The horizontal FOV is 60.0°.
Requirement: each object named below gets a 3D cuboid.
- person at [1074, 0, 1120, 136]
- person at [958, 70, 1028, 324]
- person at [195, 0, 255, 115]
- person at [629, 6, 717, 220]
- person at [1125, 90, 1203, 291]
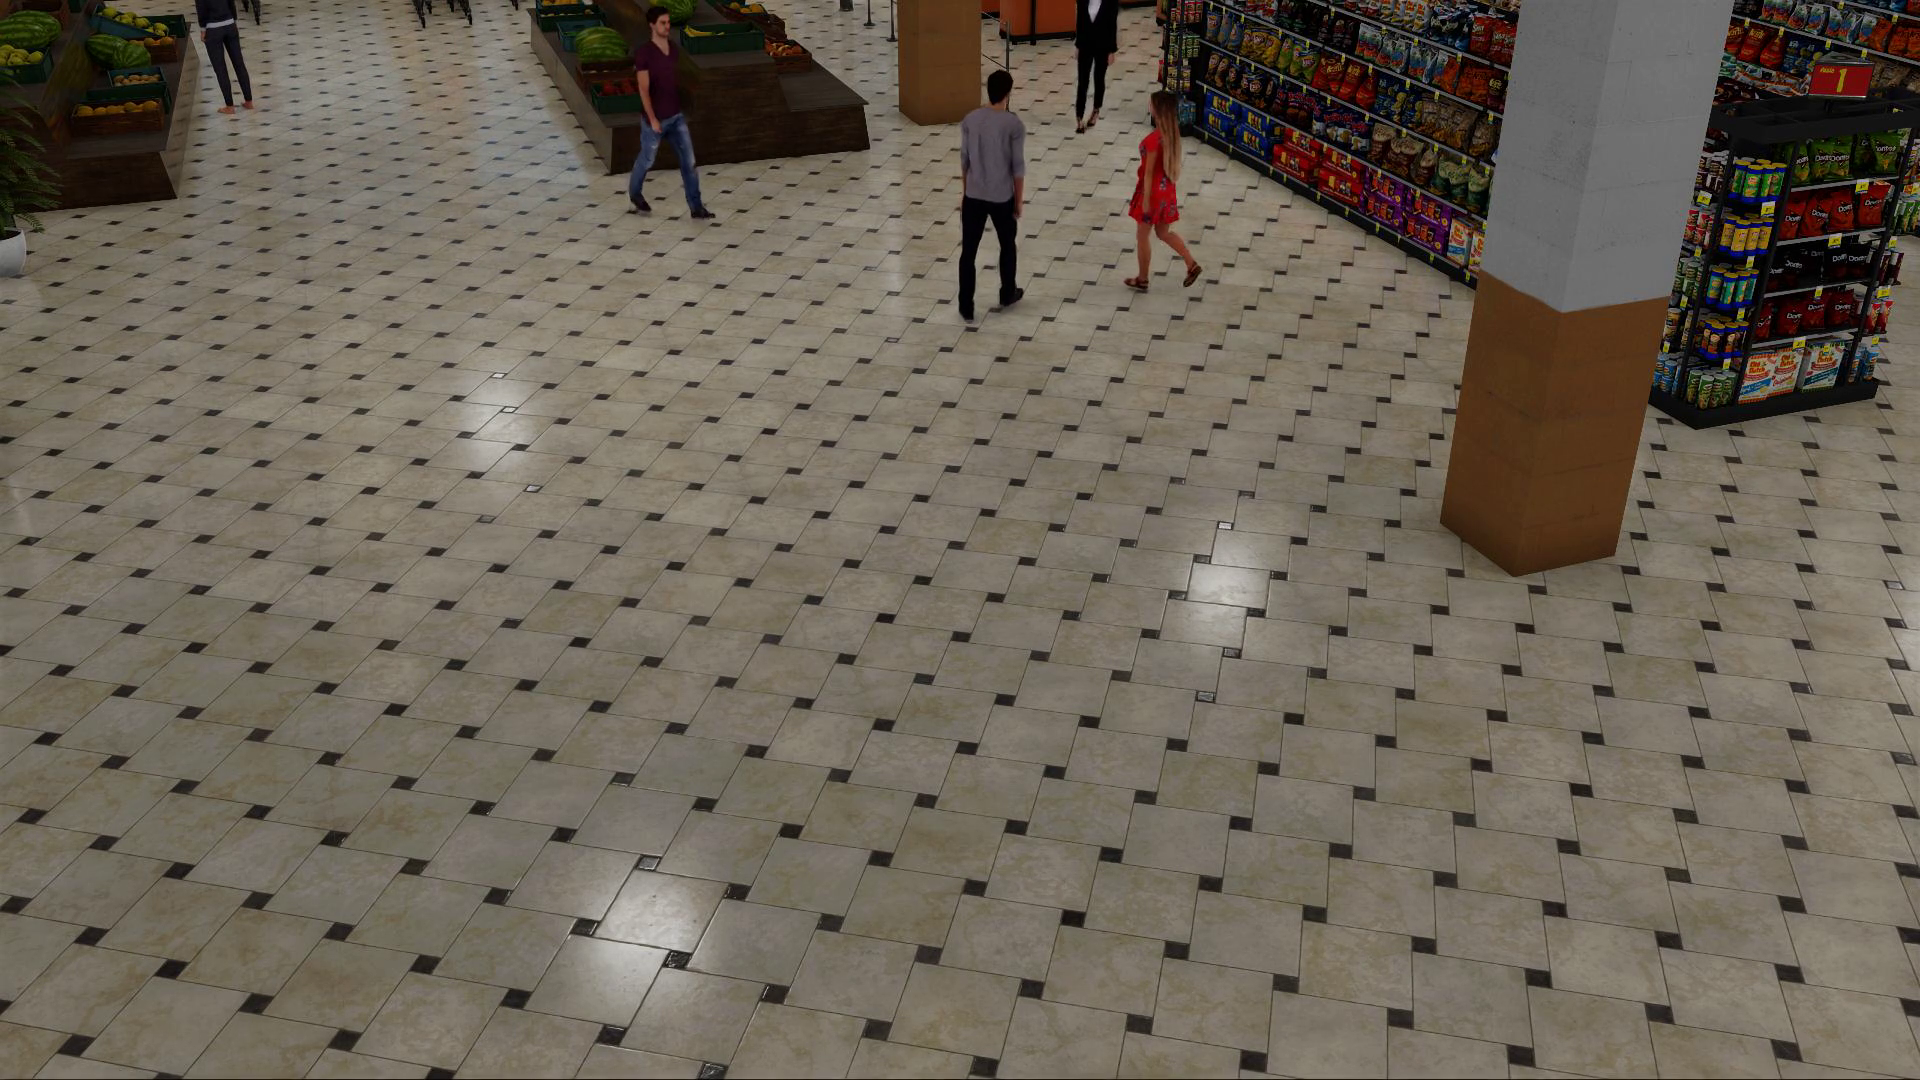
[{"bbox_3d":[1.407,-4.992,17.012,1.024,1.653,1.162,9,30,16],"label":"person"},{"bbox_3d":[0.193,-2.506,12.295,0.921,1.810,1.003,7,29,13],"label":"person"},{"bbox_3d":[-7.912,-5.479,17.784,0.703,1.767,0.689,20,34,32],"label":"person"},{"bbox_3d":[-2.660,-3.681,14.449,1.294,1.808,1.043,22,36,35],"label":"person"},{"bbox_3d":[1.583,-2.628,12.762,0.981,1.576,0.836,21,35,33],"label":"person"}]
